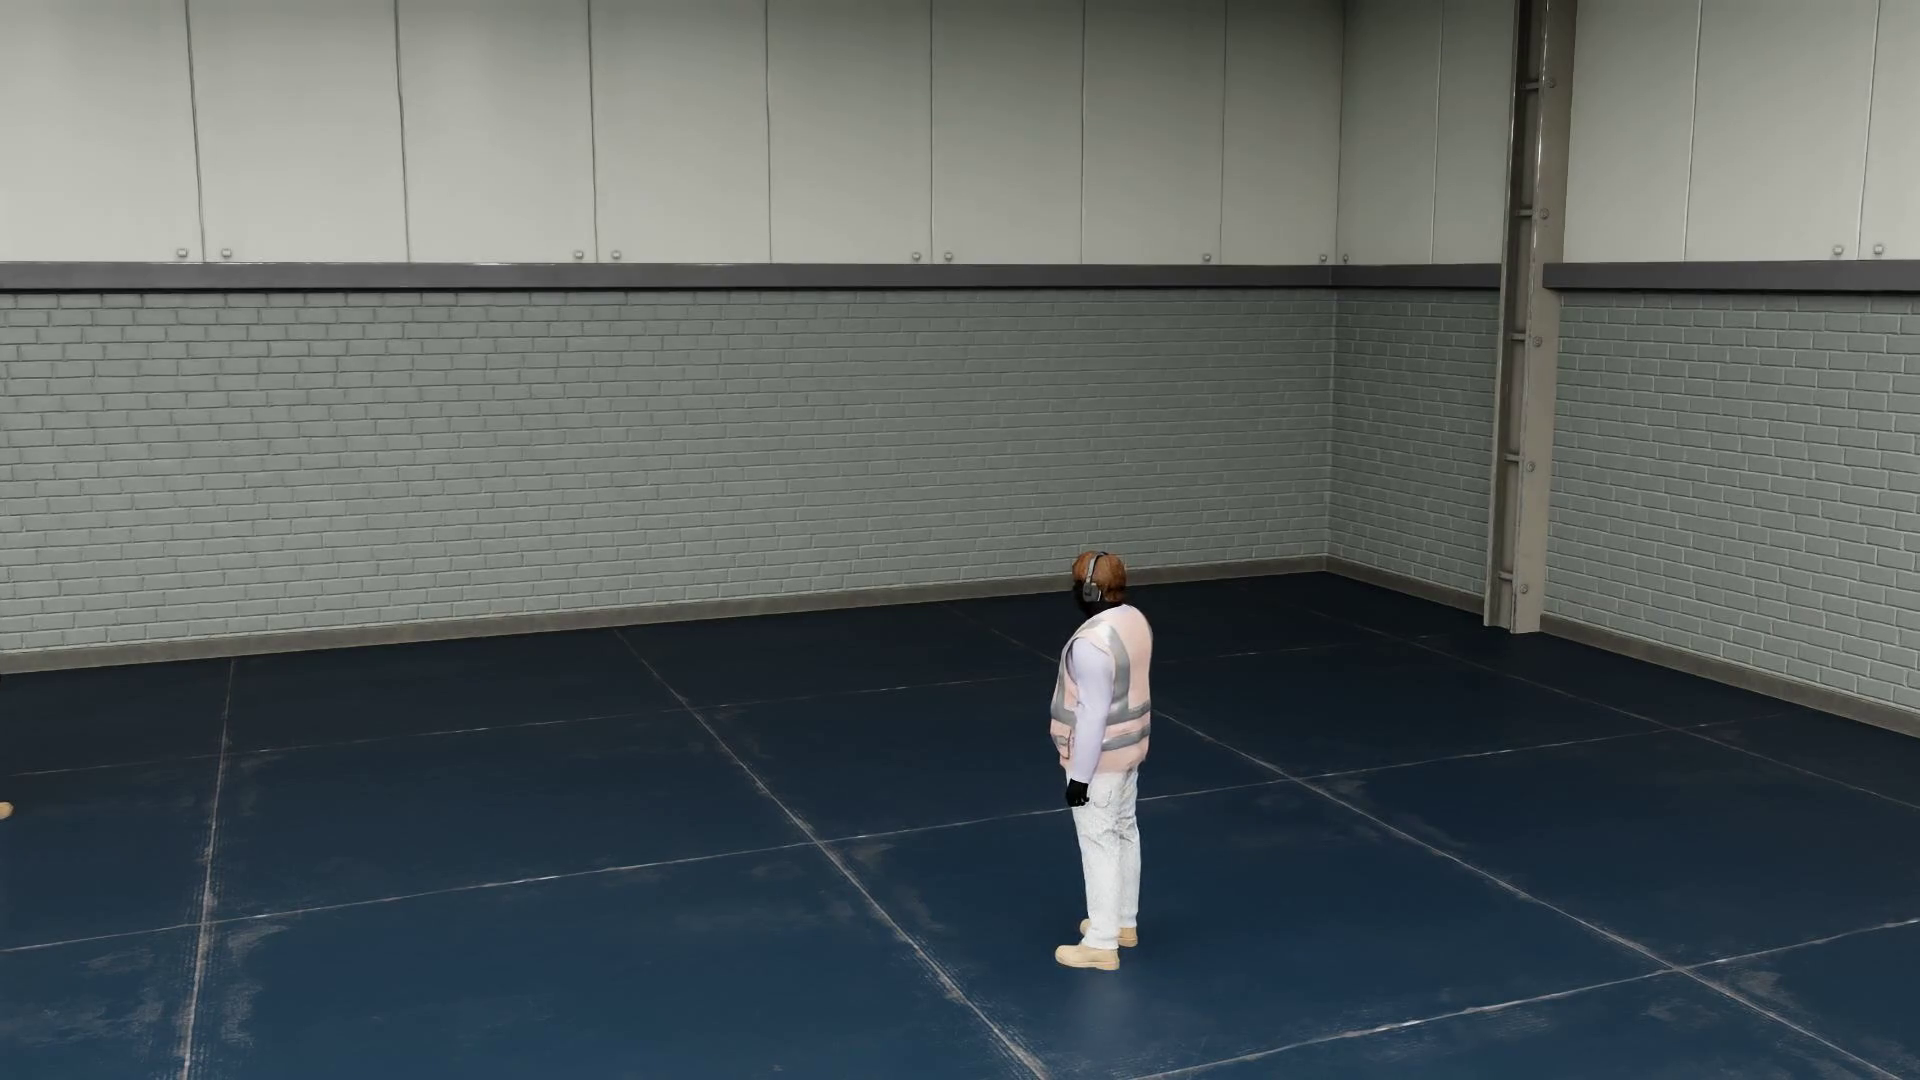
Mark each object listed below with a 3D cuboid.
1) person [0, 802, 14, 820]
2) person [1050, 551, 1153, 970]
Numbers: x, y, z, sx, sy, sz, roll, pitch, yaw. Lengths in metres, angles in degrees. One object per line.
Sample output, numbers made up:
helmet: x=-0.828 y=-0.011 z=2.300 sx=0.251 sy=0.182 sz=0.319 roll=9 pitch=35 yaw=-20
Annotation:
person: x=-5.585 y=0.669 z=9.143 sx=0.634 sy=1.841 sz=0.429 roll=0 pitch=9 yaw=2
person: x=0.612 y=0.958 z=7.327 sx=0.429 sy=1.842 sz=0.630 roll=4 pitch=10 yaw=26
